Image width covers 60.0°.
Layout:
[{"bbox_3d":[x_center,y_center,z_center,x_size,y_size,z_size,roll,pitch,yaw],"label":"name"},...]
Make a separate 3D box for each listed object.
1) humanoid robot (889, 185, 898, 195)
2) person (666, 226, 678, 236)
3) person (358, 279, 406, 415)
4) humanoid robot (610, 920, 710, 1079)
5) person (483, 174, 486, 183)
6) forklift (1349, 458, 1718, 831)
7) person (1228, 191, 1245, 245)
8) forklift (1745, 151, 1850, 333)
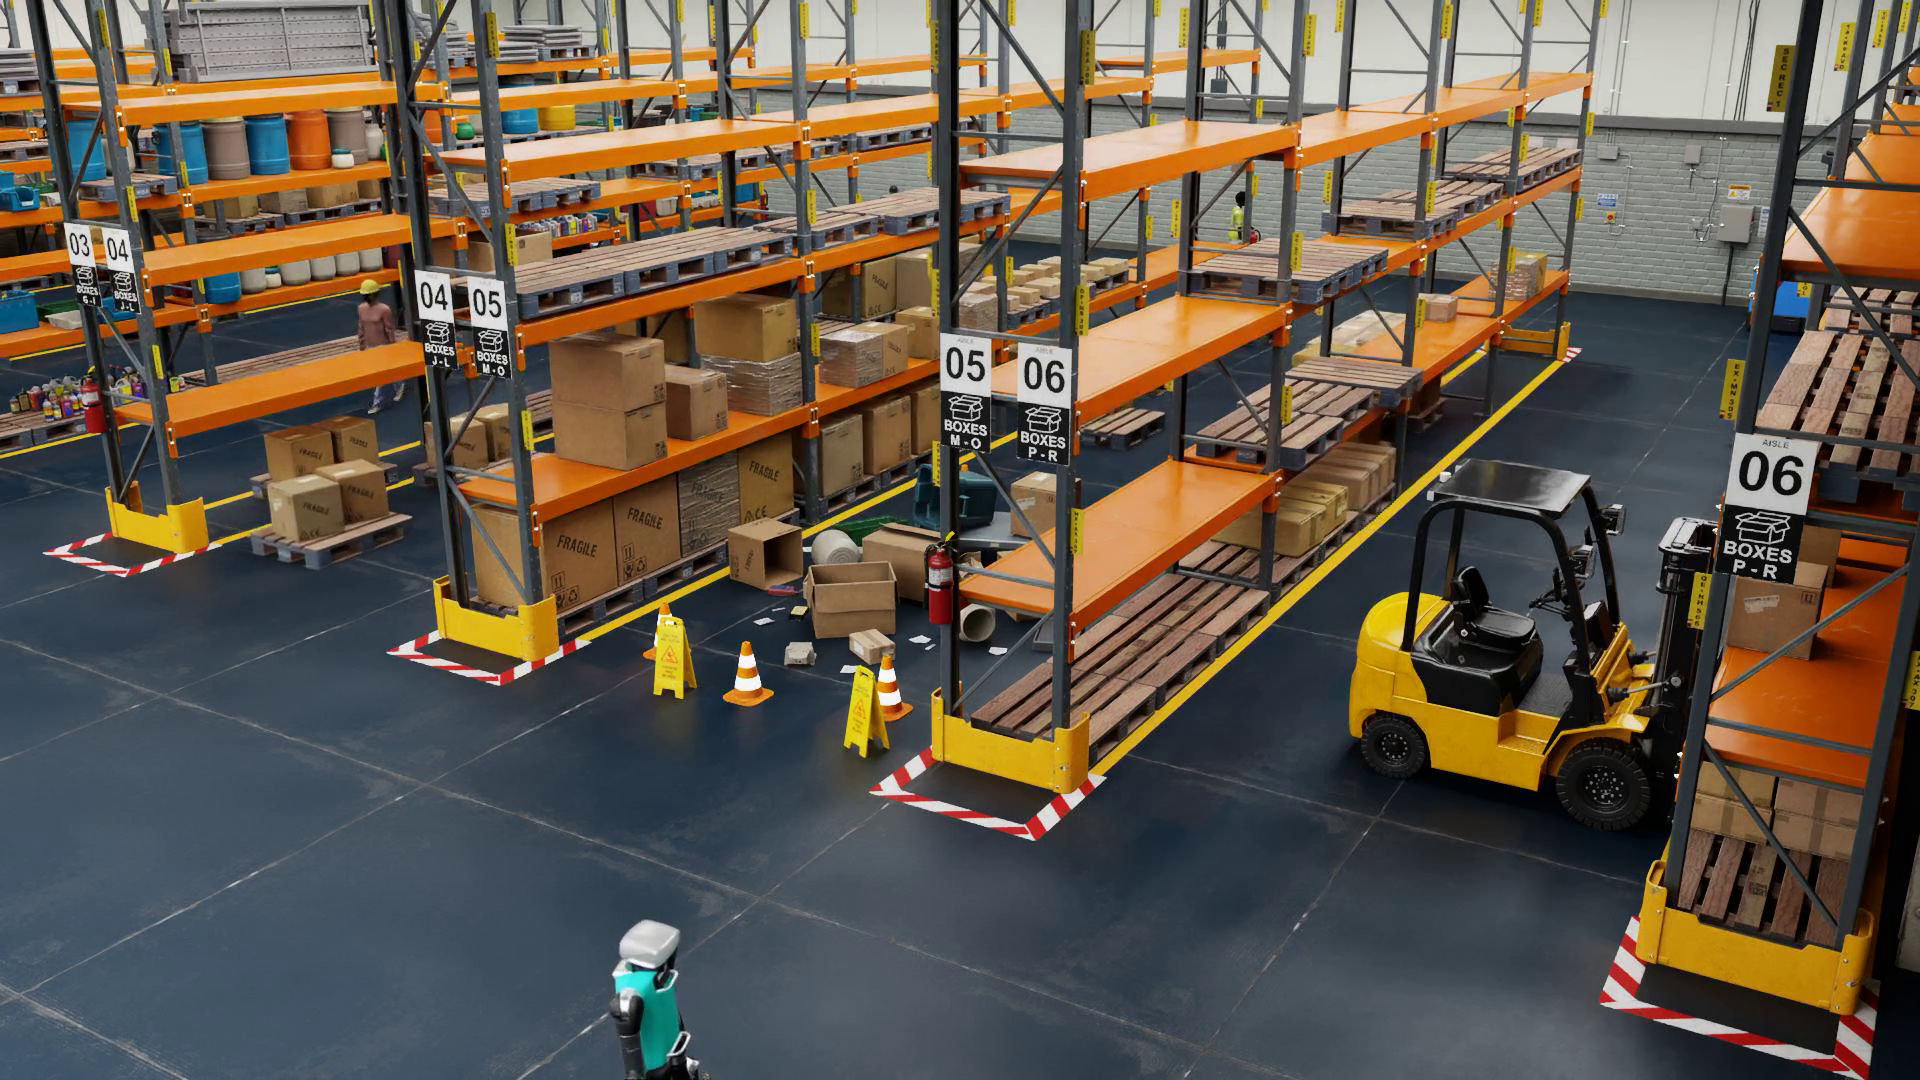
[{"bbox_3d":[-1.228,-5.917,31.639,0.610,1.615,0.778,-10,22,-27],"label":"humanoid robot"},{"bbox_3d":[-6.011,-7.071,34.922,0.853,1.644,0.516,9,21,23],"label":"person"},{"bbox_3d":[-7.610,-2.577,21.818,0.530,1.734,0.813,8,21,22],"label":"person"},{"bbox_3d":[-1.131,2.500,7.195,0.647,1.827,0.531,3,19,8],"label":"humanoid robot"},{"bbox_3d":[-10.409,-7.747,36.667,0.328,1.800,0.537,6,20,16],"label":"person"},{"bbox_3d":[3.988,0.658,11.776,2.313,2.155,1.214,11,22,29],"label":"forklift"},{"bbox_3d":[5.083,-5.537,30.453,0.320,1.686,0.537,0,19,1],"label":"person"},{"bbox_3d":[13.620,-4.667,26.137,1.873,2.768,1.129,11,22,29],"label":"forklift"}]
